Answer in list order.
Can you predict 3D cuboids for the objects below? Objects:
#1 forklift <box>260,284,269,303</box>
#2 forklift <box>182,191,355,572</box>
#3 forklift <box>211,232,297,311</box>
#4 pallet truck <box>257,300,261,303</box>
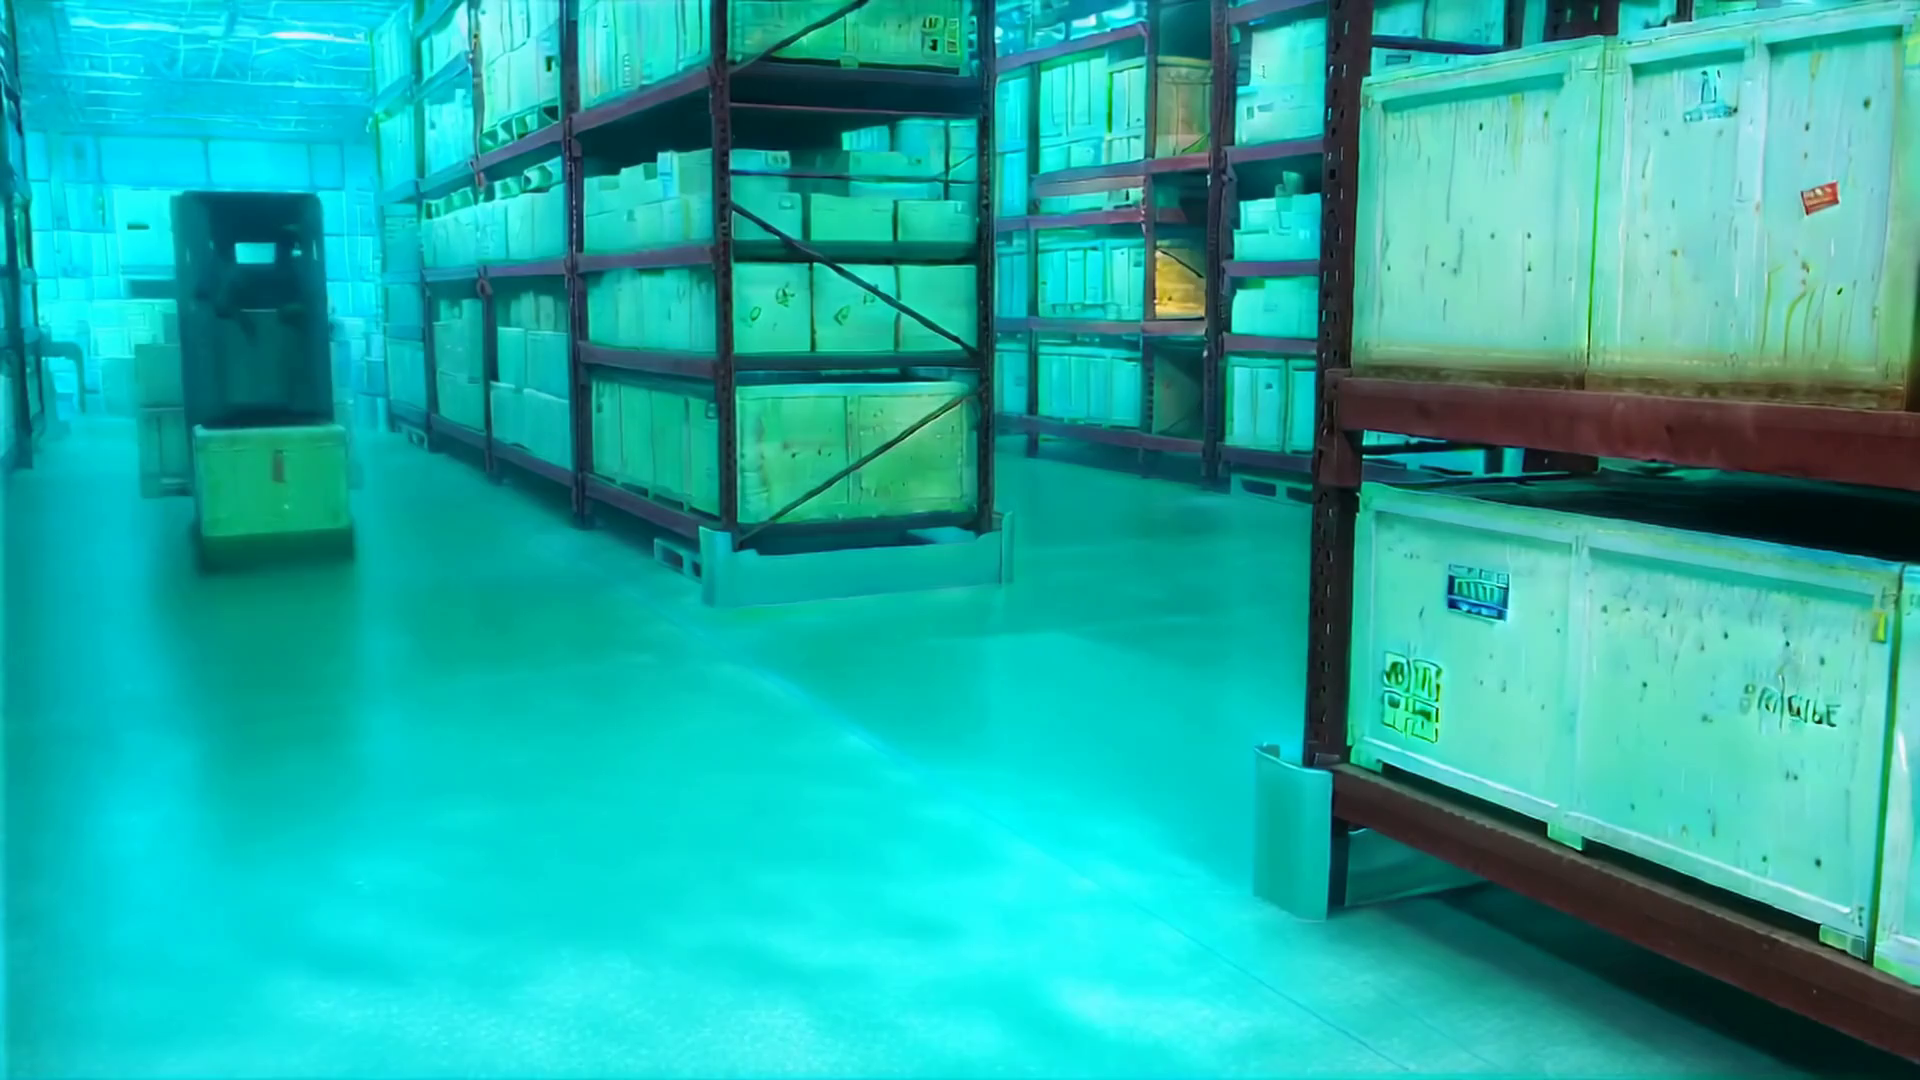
[{"bbox_3d":[-17.554,-5.381,41.192,1.129,2.768,1.873,-4,9,-26],"label":"forklift"},{"bbox_3d":[-5.384,-1.264,12.803,1.129,2.768,1.873,-4,9,-26],"label":"forklift"},{"bbox_3d":[-8.648,-2.392,20.582,1.873,2.768,1.129,7,11,38],"label":"forklift"},{"bbox_3d":[-23.913,-7.404,58.171,1.885,1.965,0.823,-1,8,-9],"label":"pallet truck"}]
